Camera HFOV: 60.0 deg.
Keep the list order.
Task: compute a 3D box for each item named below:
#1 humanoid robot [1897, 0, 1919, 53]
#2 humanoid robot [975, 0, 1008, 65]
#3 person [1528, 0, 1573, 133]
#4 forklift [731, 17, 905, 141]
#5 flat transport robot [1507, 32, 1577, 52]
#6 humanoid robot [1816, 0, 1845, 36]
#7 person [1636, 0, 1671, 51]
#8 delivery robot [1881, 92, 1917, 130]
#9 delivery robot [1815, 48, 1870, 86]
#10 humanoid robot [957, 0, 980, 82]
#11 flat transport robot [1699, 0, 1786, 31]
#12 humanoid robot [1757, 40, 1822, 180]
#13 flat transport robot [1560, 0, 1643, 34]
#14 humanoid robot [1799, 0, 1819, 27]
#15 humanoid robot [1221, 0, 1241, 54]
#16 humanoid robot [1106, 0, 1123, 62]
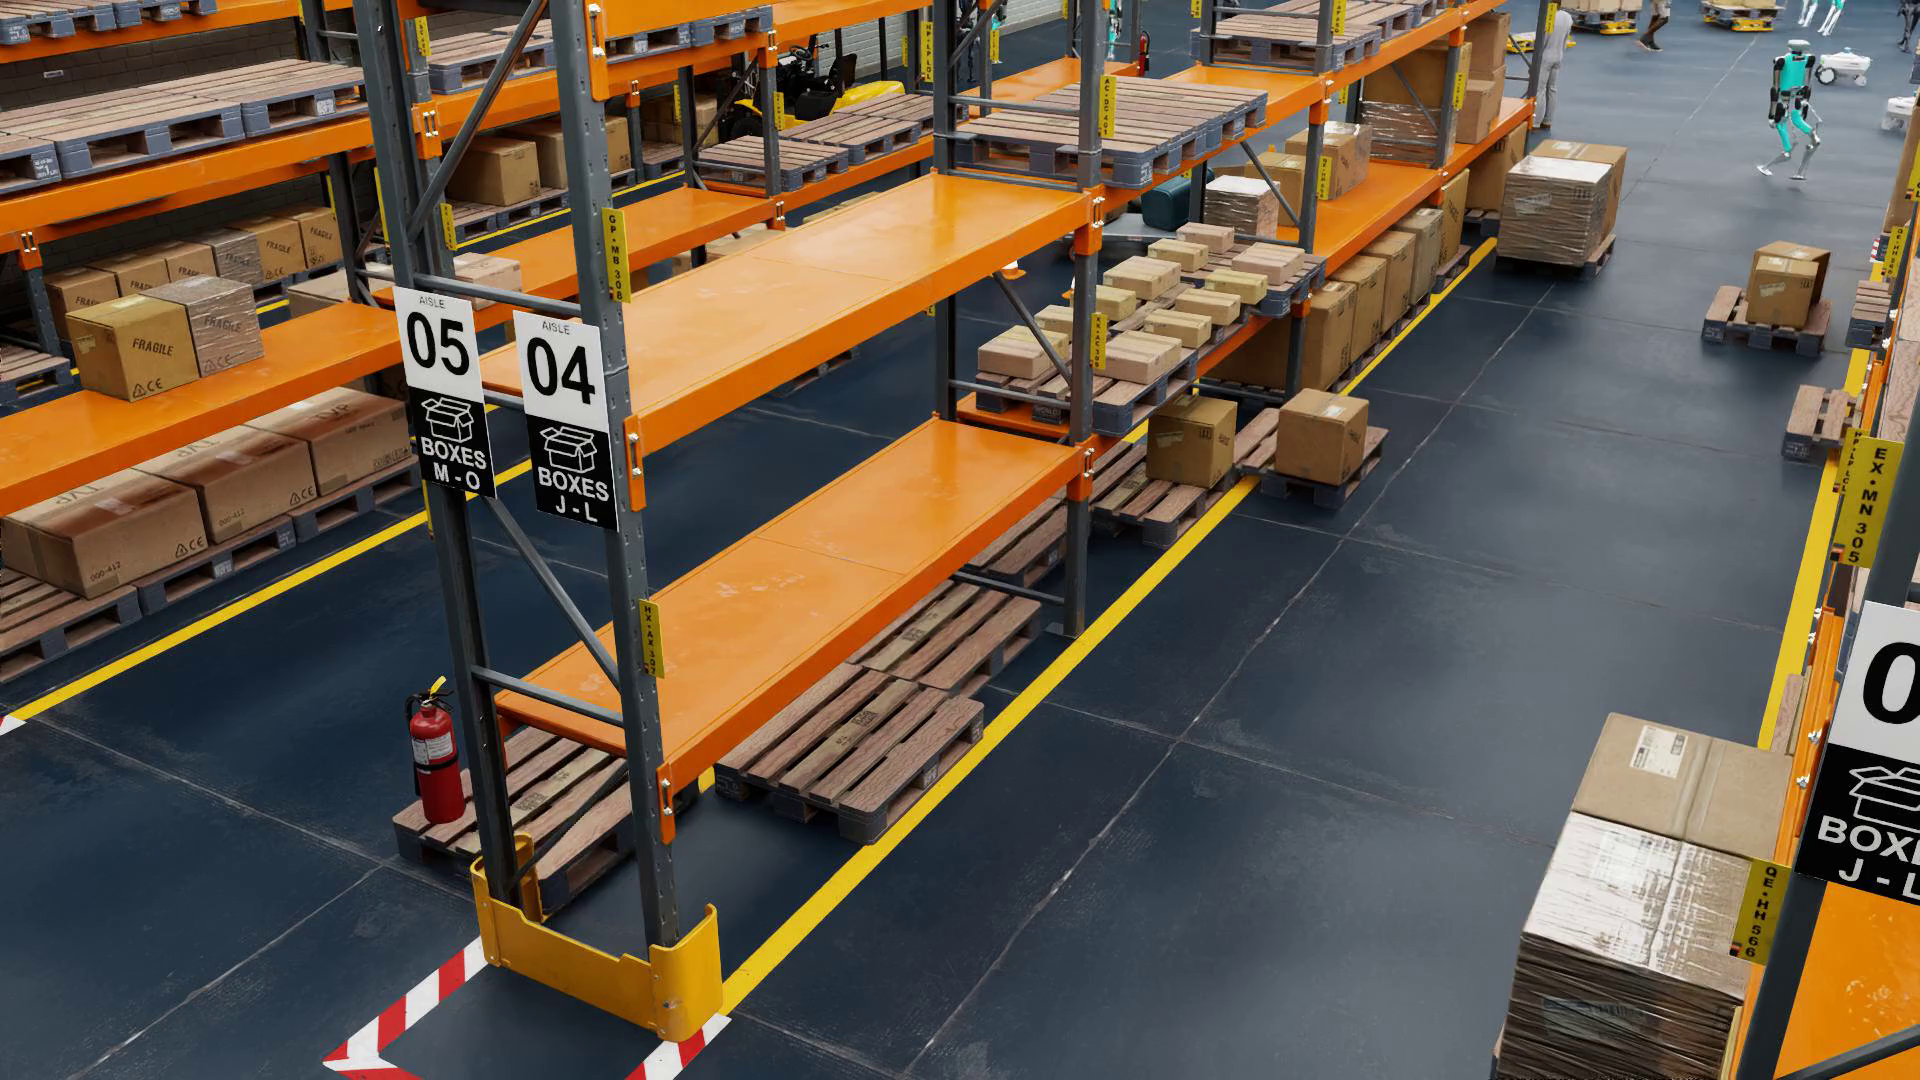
[{"bbox_3d":[16.988,-9.527,29.579,0.585,1.652,0.750,1,26,3],"label":"humanoid robot"},{"bbox_3d":[0.458,-8.788,27.756,0.533,1.677,0.735,14,29,26],"label":"humanoid robot"},{"bbox_3d":[8.238,-6.709,23.363,0.629,1.937,0.373,-15,30,-29],"label":"person"},{"bbox_3d":[-1.819,-5.975,21.543,2.313,2.155,1.214,14,29,26],"label":"forklift"},{"bbox_3d":[10.375,-8.995,30.033,1.431,0.231,0.659,-13,28,-24],"label":"flat transport robot"},{"bbox_3d":[16.418,-10.350,31.089,0.681,1.746,0.544,-11,28,-21],"label":"humanoid robot"},{"bbox_3d":[12.372,-9.613,29.393,0.536,1.941,0.644,-2,26,-5],"label":"person"},{"bbox_3d":[13.537,-6.022,23.547,0.499,0.614,0.808,-14,29,-27],"label":"delivery robot"},{"bbox_3d":[14.279,-7.657,26.930,0.788,0.601,0.499,8,27,17],"label":"delivery robot"},{"bbox_3d":[0.080,-8.290,26.927,0.599,1.657,0.315,14,29,26],"label":"humanoid robot"},{"bbox_3d":[15.102,-10.057,32.239,0.659,0.231,1.431,-2,26,-4],"label":"flat transport robot"},{"bbox_3d":[10.369,-5.246,20.596,0.546,1.750,1.037,-5,26,-10],"label":"humanoid robot"},{"bbox_3d":[12.198,-9.901,31.916,0.659,0.231,1.431,-11,28,-22],"label":"flat transport robot"},{"bbox_3d":[16.590,-10.881,32.267,0.822,1.763,0.532,-17,31,-31],"label":"humanoid robot"},{"bbox_3d":[4.285,-7.961,26.264,0.378,1.650,0.613,18,31,33],"label":"humanoid robot"},{"bbox_3d":[2.328,-8.082,26.461,0.545,1.802,0.714,0,26,0],"label":"humanoid robot"}]
